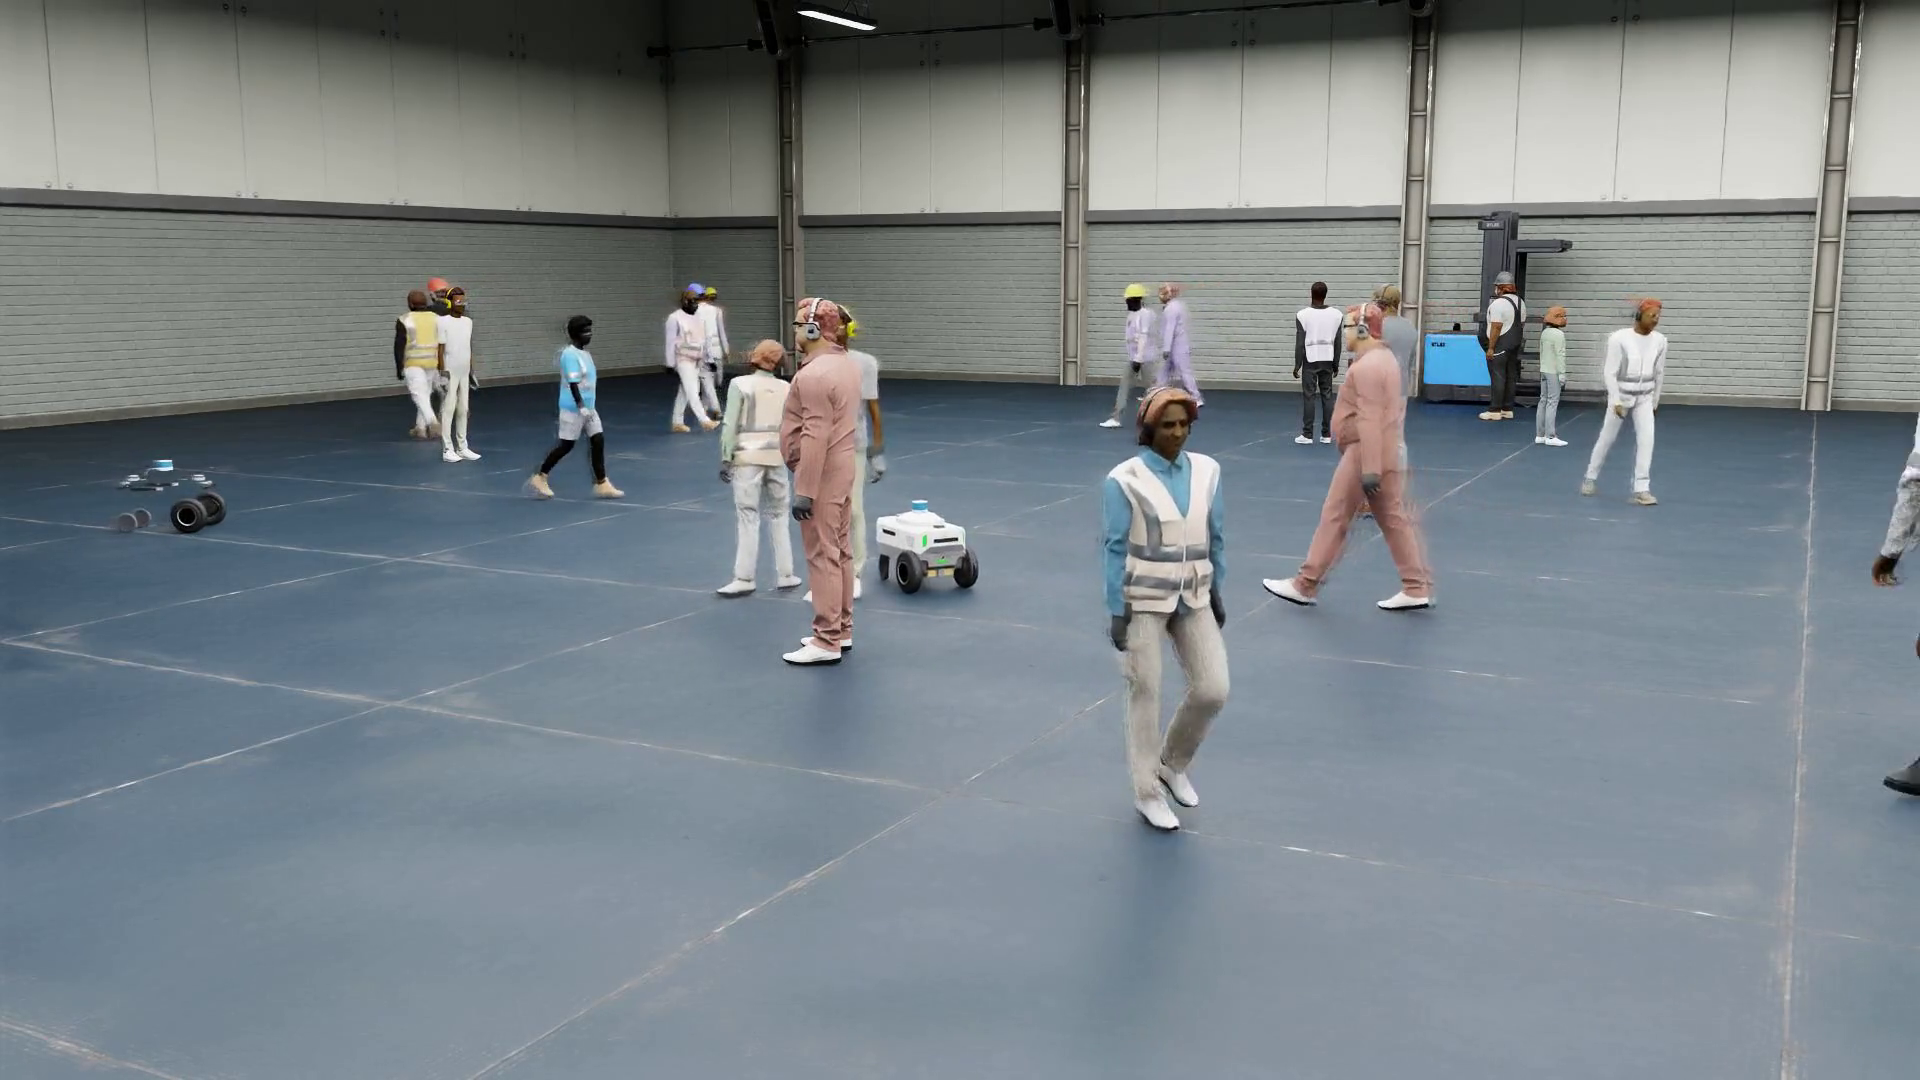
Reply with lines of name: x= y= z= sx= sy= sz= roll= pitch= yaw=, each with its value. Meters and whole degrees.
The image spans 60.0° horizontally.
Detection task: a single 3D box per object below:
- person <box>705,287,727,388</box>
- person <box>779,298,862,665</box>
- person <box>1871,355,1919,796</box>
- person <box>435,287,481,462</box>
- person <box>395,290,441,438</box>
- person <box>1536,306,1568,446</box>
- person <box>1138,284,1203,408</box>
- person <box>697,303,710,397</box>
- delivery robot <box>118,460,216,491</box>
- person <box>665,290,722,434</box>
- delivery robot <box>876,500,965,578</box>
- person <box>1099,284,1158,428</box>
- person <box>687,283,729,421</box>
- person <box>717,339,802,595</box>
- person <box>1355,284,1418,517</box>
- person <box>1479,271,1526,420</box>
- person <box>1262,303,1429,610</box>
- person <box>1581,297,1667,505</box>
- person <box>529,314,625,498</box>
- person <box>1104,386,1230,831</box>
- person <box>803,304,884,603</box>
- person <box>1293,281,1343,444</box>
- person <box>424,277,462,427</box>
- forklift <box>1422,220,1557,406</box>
person: x=-4.352 y=-3.546 z=29.148 sx=0.534 sy=1.765 sz=0.323 roll=-5 pitch=11 yaw=-30
person: x=-0.745 y=-0.311 z=8.750 sx=0.410 sy=1.909 sz=0.642 roll=2 pitch=9 yaw=11
person: x=3.860 y=0.051 z=6.518 sx=0.702 sy=1.907 sz=0.553 roll=0 pitch=9 yaw=-2
person: x=-5.428 y=-1.789 z=18.008 sx=0.335 sy=1.862 sz=0.519 roll=5 pitch=10 yaw=28
person: x=-6.584 y=-2.146 z=20.362 sx=0.837 sy=1.818 sz=0.632 roll=8 pitch=12 yaw=42
person: x=7.009 y=-1.943 z=19.655 sx=0.284 sy=1.633 sz=0.497 roll=-1 pitch=9 yaw=-7
person: x=3.146 y=-2.855 z=24.621 sx=1.014 sy=1.854 sz=0.674 roll=1 pitch=9 yaw=7
person: x=-4.251 y=-3.213 z=26.860 sx=0.404 sy=1.837 sz=0.590 roll=5 pitch=11 yaw=30
delivery robot: x=-6.327 y=-0.523 z=13.258 sx=0.698 sy=0.223 sz=0.335 roll=0 pitch=9 yaw=-3
person: x=-3.337 y=-2.232 z=20.930 sx=0.954 sy=1.790 sz=0.627 roll=6 pitch=11 yaw=31
delivery robot: x=-0.264 y=-0.017 z=10.934 sx=0.477 sy=0.478 sz=0.707 roll=-5 pitch=11 yaw=-29
person: x=2.348 y=-2.402 z=21.753 sx=0.984 sy=1.880 sz=0.605 roll=-4 pitch=10 yaw=-21
person: x=-3.459 y=-2.556 z=22.696 sx=0.648 sy=1.892 sz=0.948 roll=-8 pitch=12 yaw=-40
person: x=-1.315 y=-0.468 z=10.624 sx=0.640 sy=1.611 sz=0.326 roll=-7 pitch=11 yaw=-36
person: x=3.556 y=-1.167 z=13.931 sx=0.632 sy=1.940 sz=0.372 roll=-8 pitch=12 yaw=-42
person: x=7.480 y=-2.680 z=23.075 sx=0.682 sy=2.000 sz=0.537 roll=-8 pitch=12 yaw=-41
person: x=2.400 y=-0.497 z=10.059 sx=1.010 sy=1.849 sz=0.671 roll=4 pitch=10 yaw=26
person: x=5.973 y=-1.267 z=14.924 sx=0.595 sy=1.836 sz=0.905 roll=-1 pitch=9 yaw=-5
person: x=-3.493 y=-1.194 z=14.950 sx=0.780 sy=1.664 sz=0.529 roll=2 pitch=9 yaw=10
person: x=0.756 y=0.253 z=6.106 sx=0.548 sy=1.625 sz=0.371 roll=-5 pitch=10 yaw=-26
person: x=-0.734 y=-0.527 z=10.256 sx=0.559 sy=1.842 sz=0.717 roll=2 pitch=9 yaw=9
person: x=4.252 y=-2.105 z=19.780 sx=0.591 sy=1.919 sz=0.391 roll=-2 pitch=9 yaw=-13
person: x=-6.724 y=-2.430 z=21.750 sx=0.838 sy=1.938 sz=0.621 roll=8 pitch=12 yaw=40
forklift: x=8.245 y=-3.527 z=25.720 sx=1.873 sy=2.768 sz=1.129 roll=5 pitch=10 yaw=27
